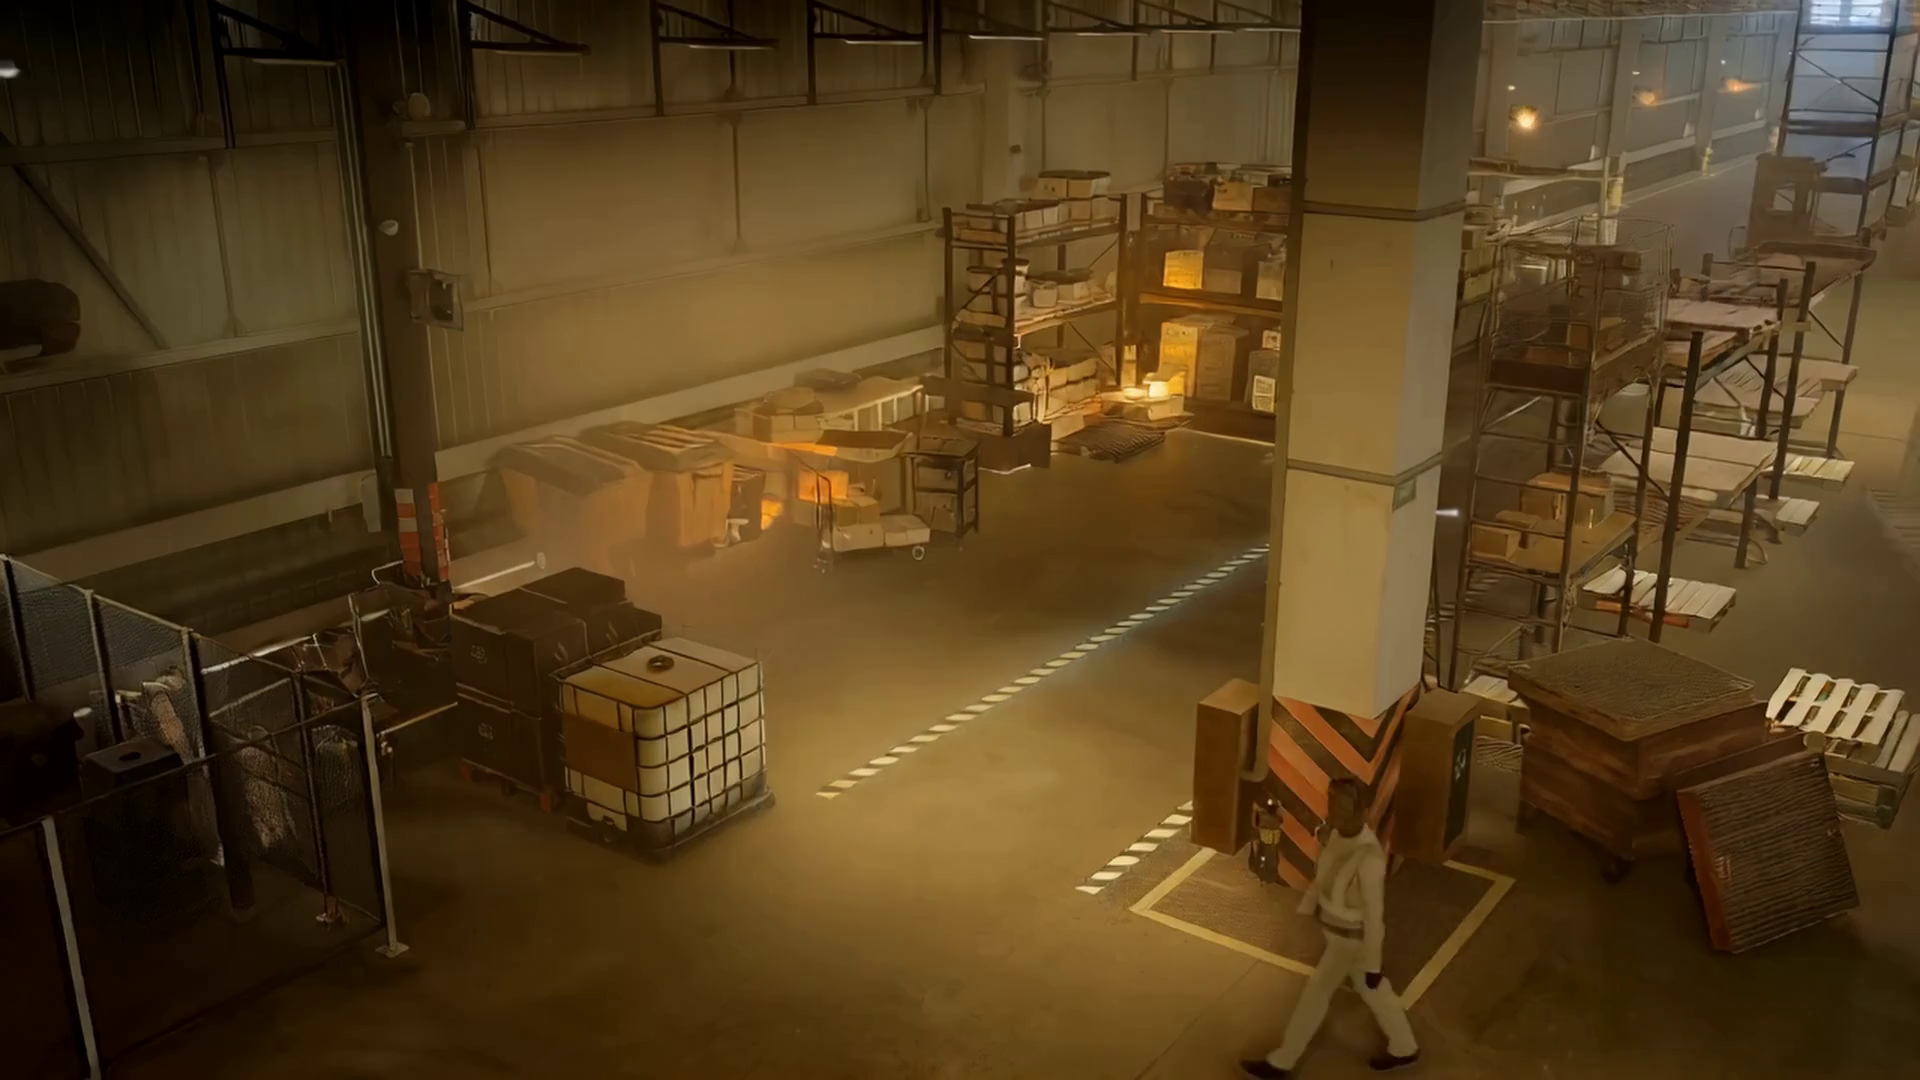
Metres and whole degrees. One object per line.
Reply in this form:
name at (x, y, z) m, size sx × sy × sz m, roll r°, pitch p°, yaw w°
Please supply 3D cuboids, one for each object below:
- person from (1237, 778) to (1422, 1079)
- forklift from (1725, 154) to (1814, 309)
person at (2.075, 2.097, 8.886) m, size 1.023 × 1.835 × 0.586 m, roll 1°, pitch 18°, yaw 3°
forklift at (15.588, -5.944, 31.812) m, size 1.129 × 2.768 × 1.873 m, roll 13°, pitch 22°, yaw 34°
